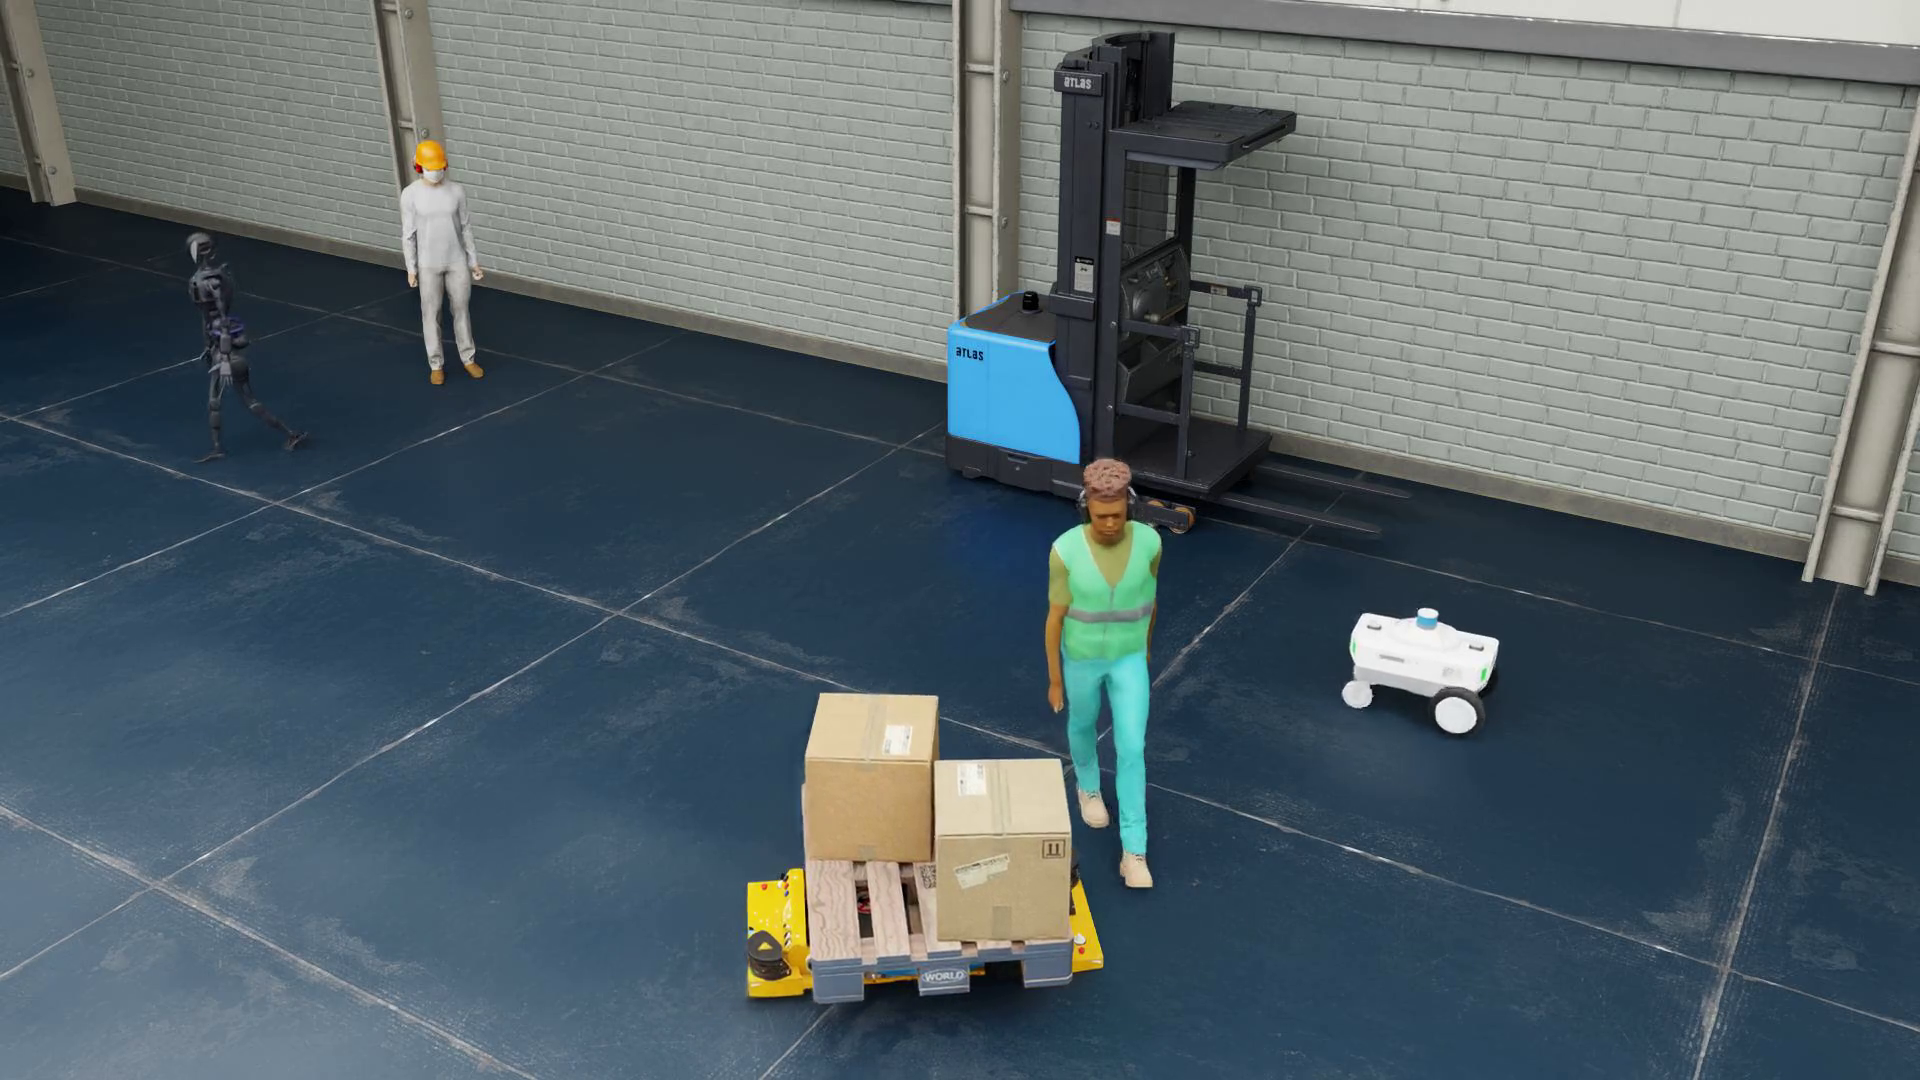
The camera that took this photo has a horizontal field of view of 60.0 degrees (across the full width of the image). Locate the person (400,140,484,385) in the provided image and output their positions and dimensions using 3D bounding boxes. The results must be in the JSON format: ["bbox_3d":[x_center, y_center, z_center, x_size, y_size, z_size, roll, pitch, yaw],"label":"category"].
[{"bbox_3d":[-4.025,-2.155,12.924,0.559,1.890,0.368,-14,29,-28],"label":"person"}]

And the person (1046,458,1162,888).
[{"bbox_3d":[0.623,0.553,7.136,0.502,1.931,0.993,-2,25,-4],"label":"person"}]

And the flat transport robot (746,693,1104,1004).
[{"bbox_3d":[-0.165,1.572,6.933,1.431,0.231,0.659,-3,25,-6],"label":"flat transport robot"}]

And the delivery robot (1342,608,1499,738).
[{"bbox_3d":[2.395,0.646,8.571,0.807,0.606,0.499,11,28,22],"label":"delivery robot"}]

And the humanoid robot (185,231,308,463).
[{"bbox_3d":[-5.028,-1.323,11.482,0.769,1.653,0.601,-16,30,-30],"label":"humanoid robot"}]

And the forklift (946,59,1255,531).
[{"bbox_3d":[0.933,-1.707,10.833,1.873,2.768,1.129,15,29,28],"label":"forklift"}]
